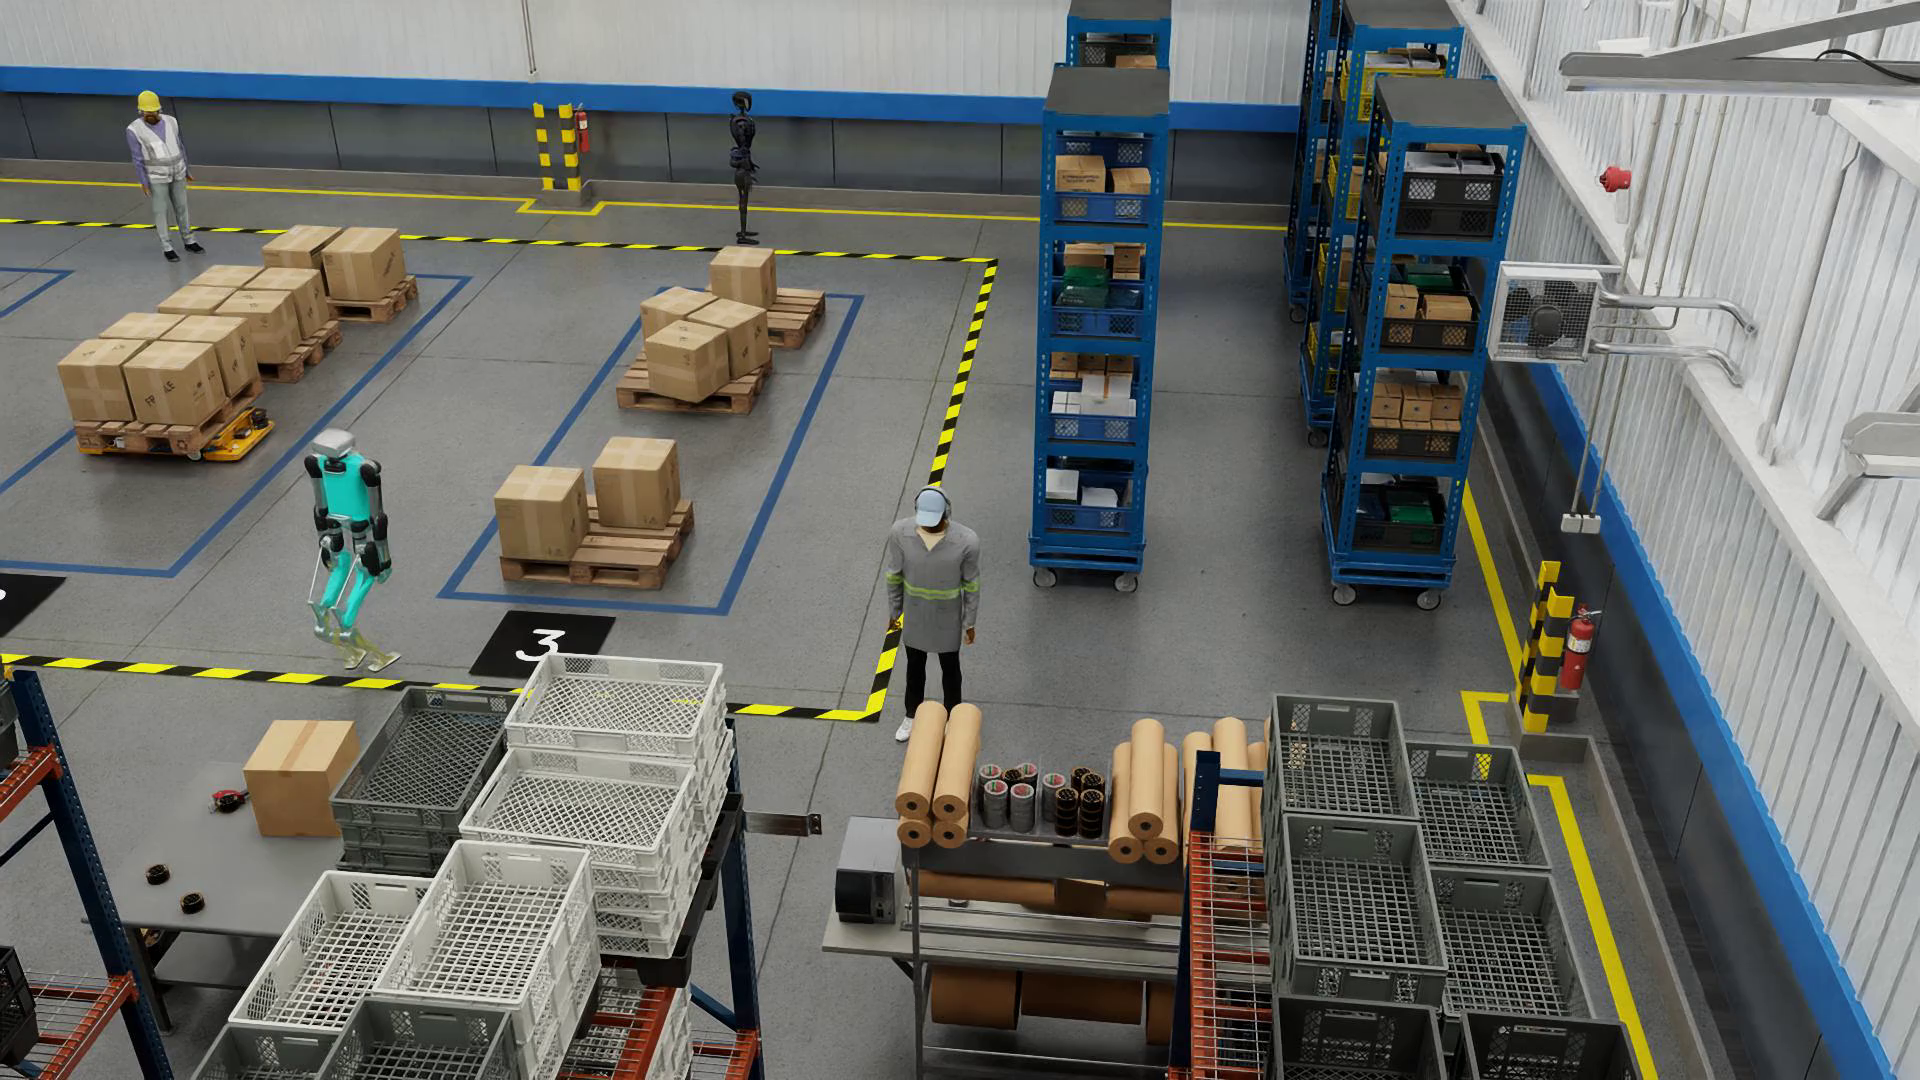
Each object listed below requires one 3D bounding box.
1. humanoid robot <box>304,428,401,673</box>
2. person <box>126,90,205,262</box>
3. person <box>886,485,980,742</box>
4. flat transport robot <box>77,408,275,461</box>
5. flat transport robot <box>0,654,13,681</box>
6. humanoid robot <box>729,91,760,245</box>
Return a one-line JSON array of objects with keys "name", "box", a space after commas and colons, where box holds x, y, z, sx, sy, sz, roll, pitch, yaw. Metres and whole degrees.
[{"name": "humanoid robot", "box": [-4.049, 0.153, 10.817, 0.533, 1.677, 0.735, 9, 31, 15]}, {"name": "person", "box": [-8.522, -3.917, 17.849, 0.403, 1.827, 0.594, 20, 35, 30]}, {"name": "person", "box": [-0.176, 0.468, 10.300, 0.587, 1.848, 0.397, 7, 31, 11]}, {"name": "flat transport robot", "box": [-6.728, -0.944, 14.268, 1.431, 0.197, 0.652, 3, 30, 6]}, {"name": "flat transport robot", "box": [-7.142, 0.969, 11.010, 1.431, 0.231, 0.659, 3, 30, 6]}, {"name": "humanoid robot", "box": [-2.373, -4.121, 18.337, 0.315, 1.657, 0.599, -2, 30, -3]}]
